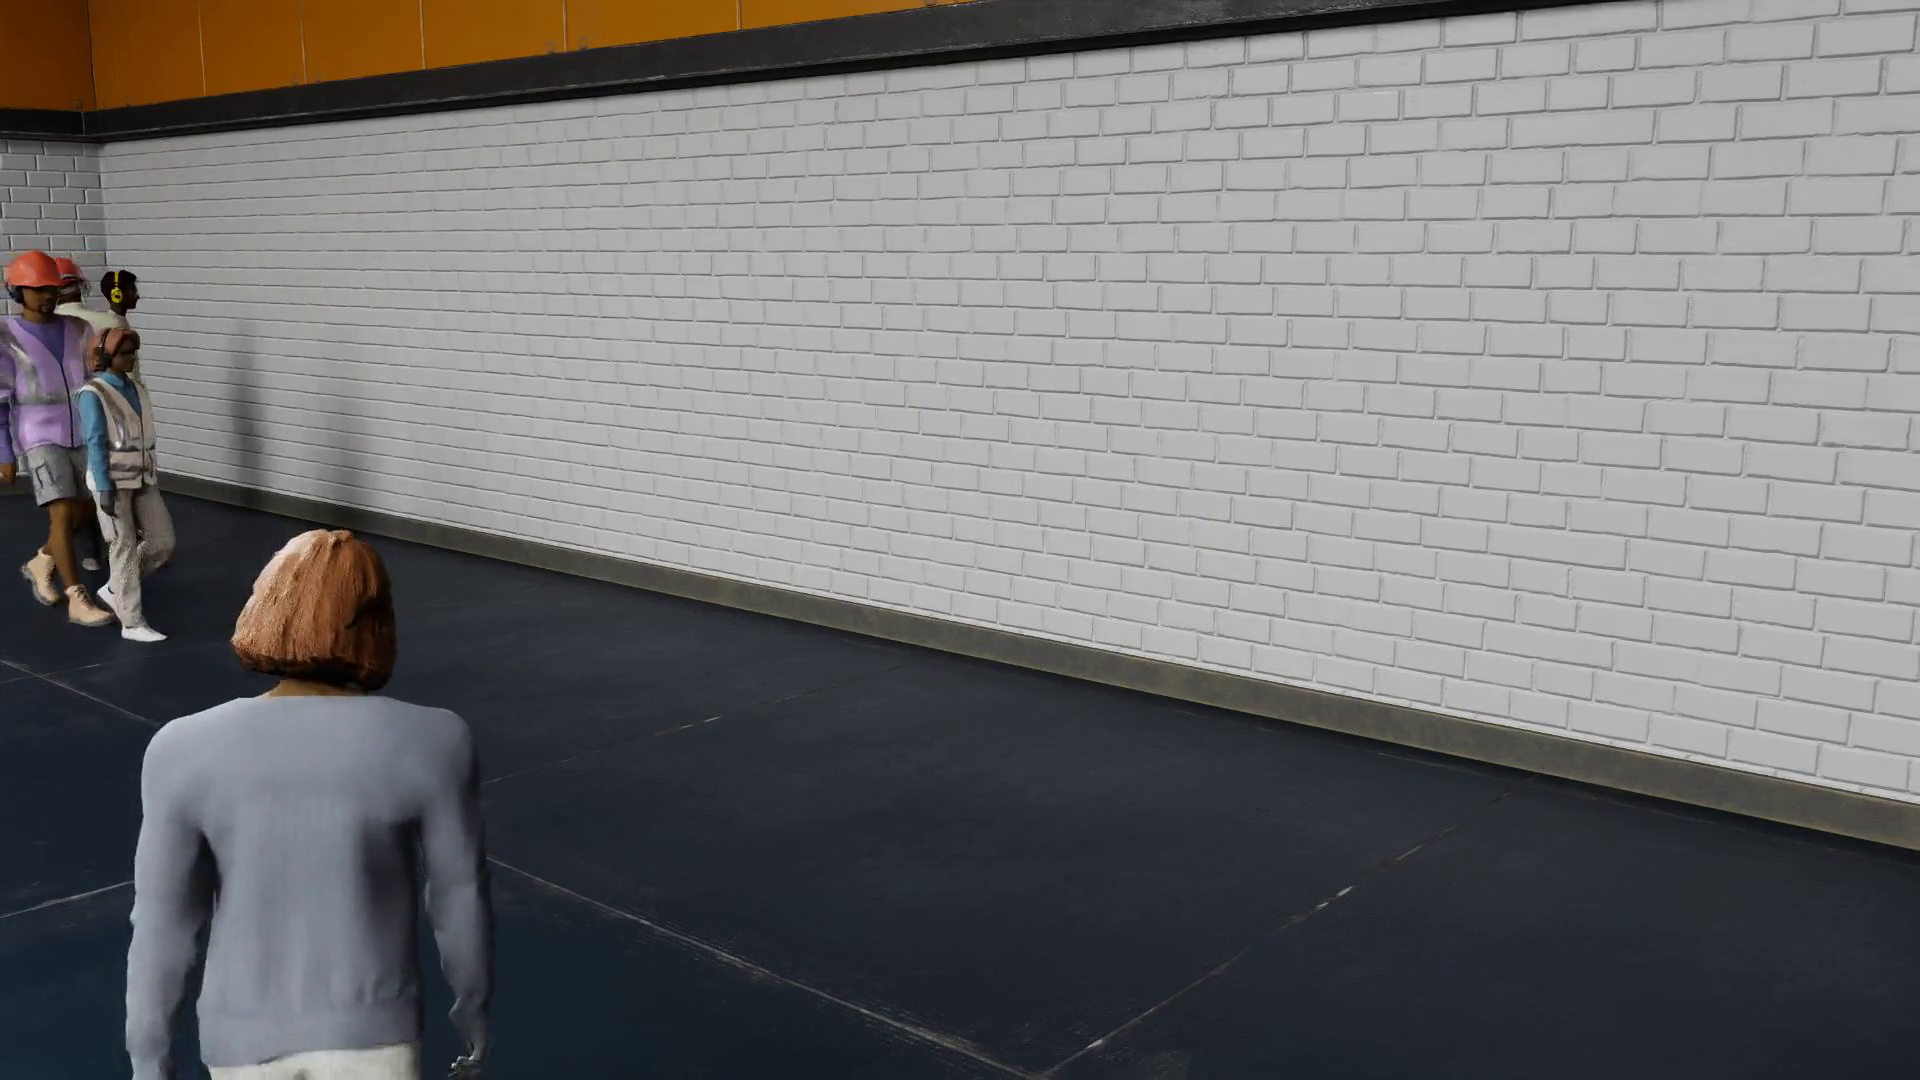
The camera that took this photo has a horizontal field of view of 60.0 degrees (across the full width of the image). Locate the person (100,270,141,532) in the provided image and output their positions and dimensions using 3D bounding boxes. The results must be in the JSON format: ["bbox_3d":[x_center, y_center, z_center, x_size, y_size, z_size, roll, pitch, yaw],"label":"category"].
[{"bbox_3d":[-5.964,-0.984,11.876,0.310,1.868,0.532,-6,12,-32],"label":"person"}]

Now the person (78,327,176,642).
[{"bbox_3d":[-4.294,-0.274,8.518,0.412,1.627,0.520,2,10,11],"label":"person"}]

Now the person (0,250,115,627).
[{"bbox_3d":[-4.946,-0.561,9.048,0.882,2.017,0.638,5,11,26],"label":"person"}]

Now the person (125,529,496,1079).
[{"bbox_3d":[-1.005,0.785,2.625,0.525,1.576,0.910,-1,10,-6],"label":"person"}]

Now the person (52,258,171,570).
[{"bbox_3d":[-5.422,-0.764,10.423,0.775,1.950,0.397,-1,10,-7],"label":"person"}]
